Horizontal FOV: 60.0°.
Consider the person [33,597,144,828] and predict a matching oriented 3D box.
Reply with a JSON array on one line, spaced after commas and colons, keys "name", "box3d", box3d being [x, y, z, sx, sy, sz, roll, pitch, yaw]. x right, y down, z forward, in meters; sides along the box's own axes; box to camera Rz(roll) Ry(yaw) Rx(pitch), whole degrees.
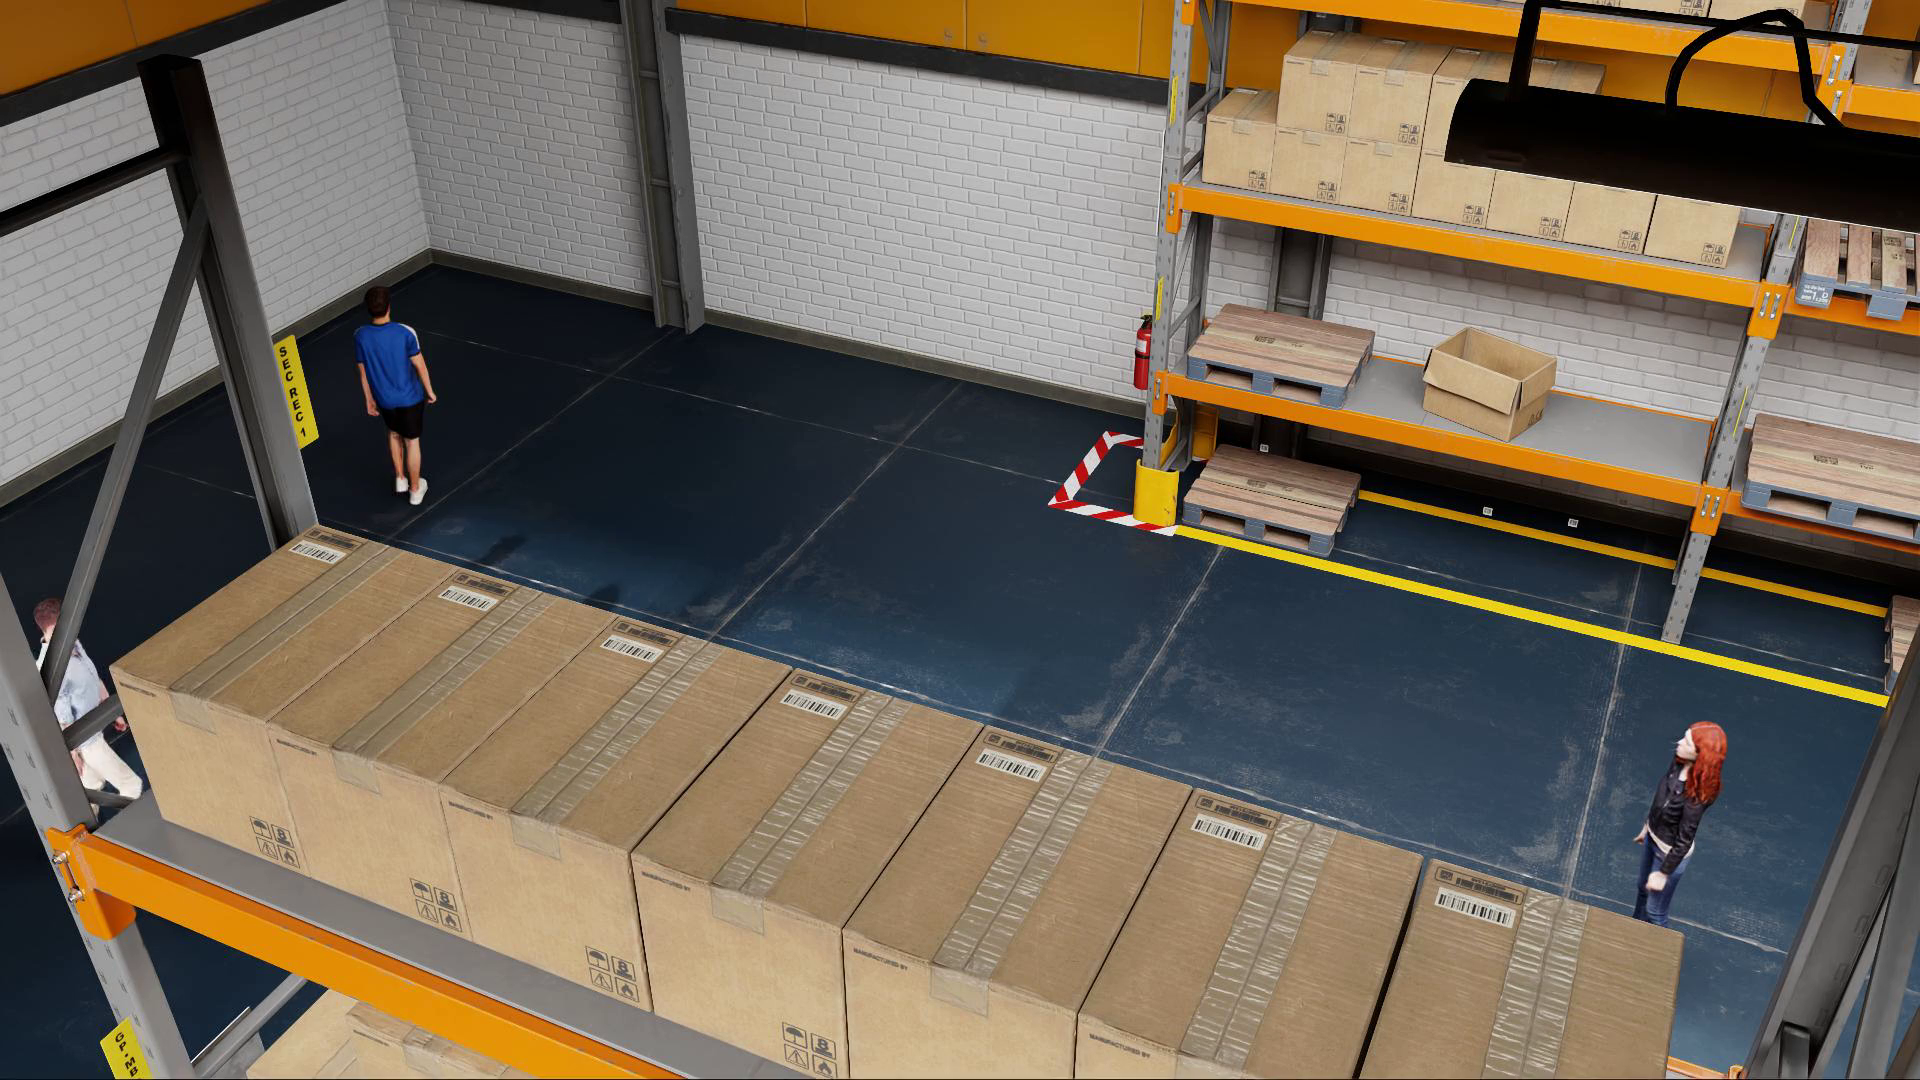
[{"name": "person", "box3d": [-5.222, 1.149, 9.723, 1.011, 1.824, 0.941, -8, 34, -12]}]

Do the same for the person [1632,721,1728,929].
[{"name": "person", "box3d": [3.796, 1.679, 8.960, 0.639, 1.787, 0.637, 4, 34, 6]}]

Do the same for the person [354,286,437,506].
[{"name": "person", "box3d": [-4.440, -1.093, 13.069, 0.749, 1.853, 0.839, -2, 34, -3]}]
